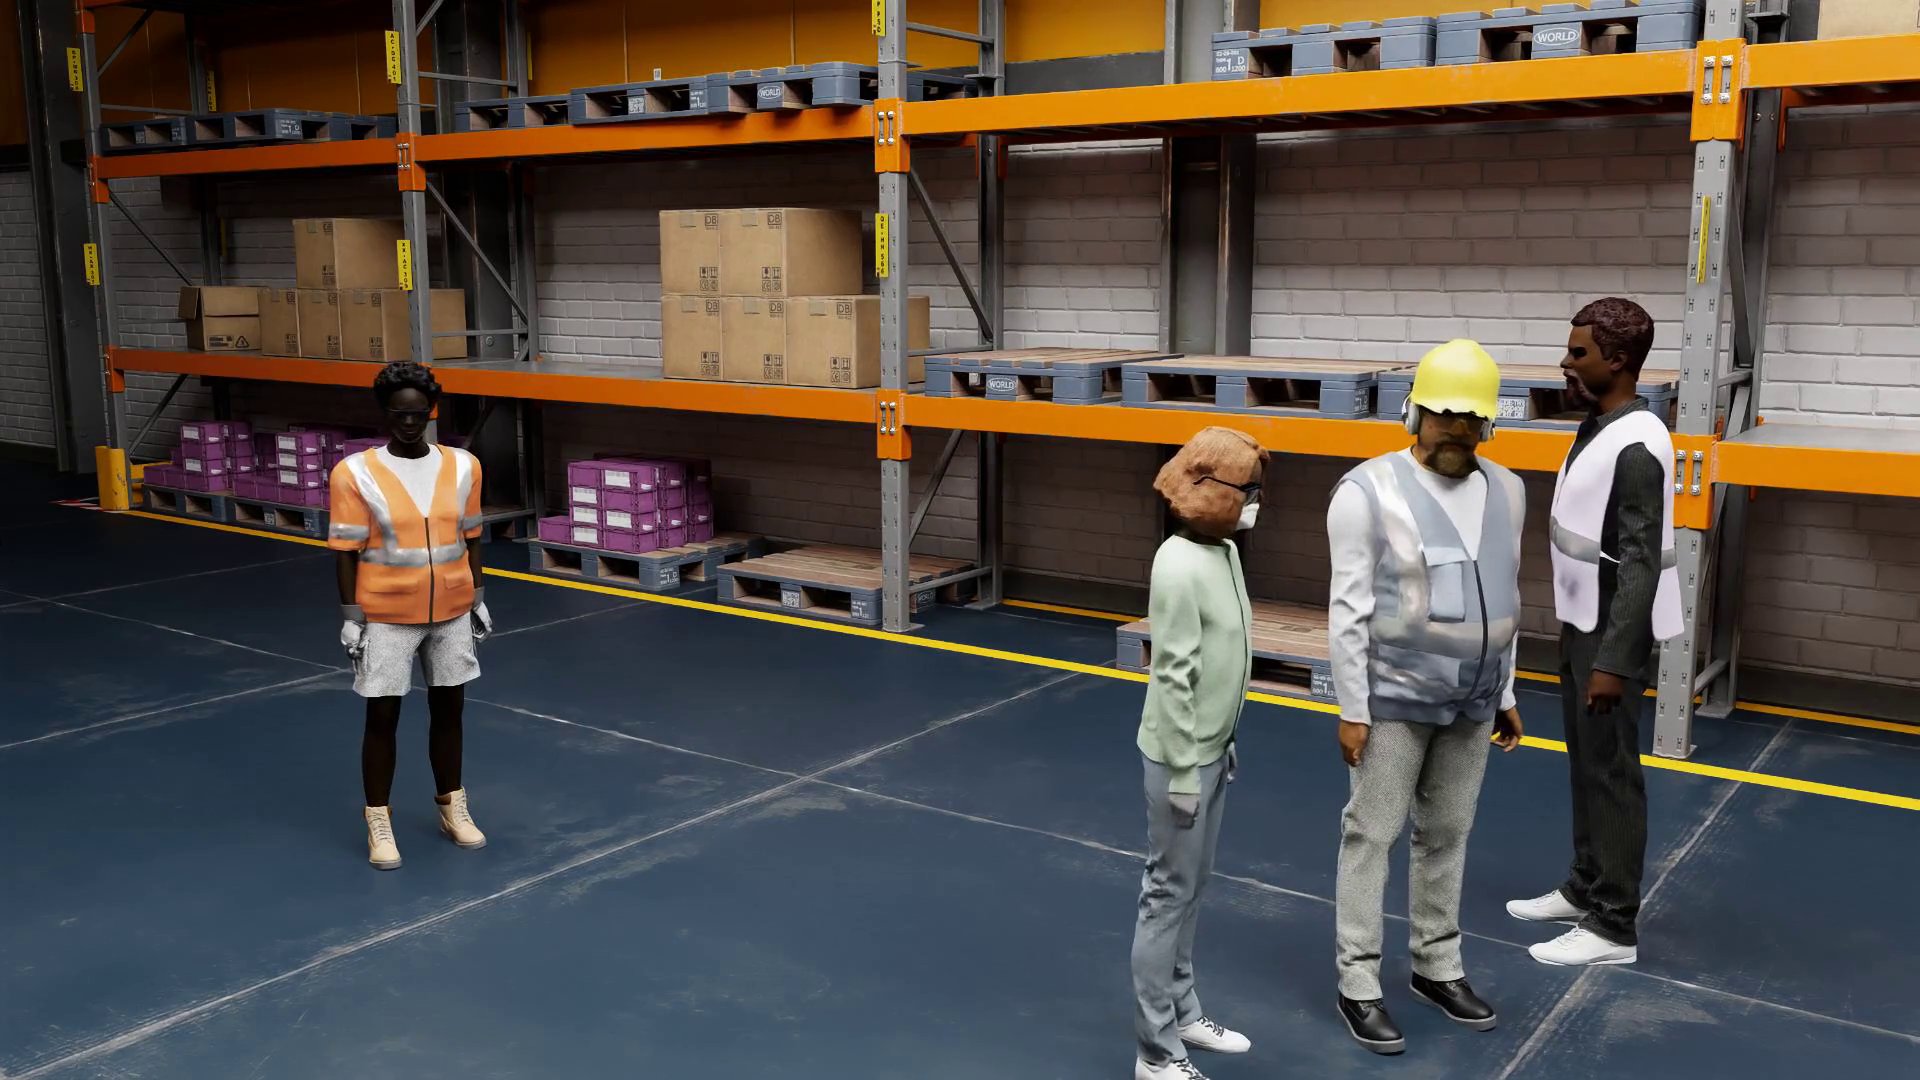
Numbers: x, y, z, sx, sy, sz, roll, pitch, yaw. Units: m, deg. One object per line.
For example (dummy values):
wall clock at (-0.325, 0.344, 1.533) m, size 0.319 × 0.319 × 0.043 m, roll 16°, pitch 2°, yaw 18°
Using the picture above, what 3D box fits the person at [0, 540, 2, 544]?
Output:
person at (-7.011, -0.883, 11.626) m, size 0.382 × 1.930 × 0.547 m, roll 4°, pitch 10°, yaw 23°

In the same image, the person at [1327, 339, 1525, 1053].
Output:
person at (1.222, 0.398, 4.309) m, size 0.587 × 1.826 × 0.404 m, roll -4°, pitch 10°, yaw -22°

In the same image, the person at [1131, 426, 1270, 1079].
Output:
person at (0.587, 0.533, 4.073) m, size 0.285 × 1.633 × 0.499 m, roll 4°, pitch 10°, yaw 22°

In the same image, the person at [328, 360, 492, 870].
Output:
person at (-1.834, 0.244, 5.602) m, size 0.540 × 1.698 × 0.317 m, roll -8°, pitch 12°, yaw -39°

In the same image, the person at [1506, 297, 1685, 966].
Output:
person at (1.859, 0.269, 4.796) m, size 0.392 × 1.920 × 0.587 m, roll 2°, pitch 10°, yaw 9°
